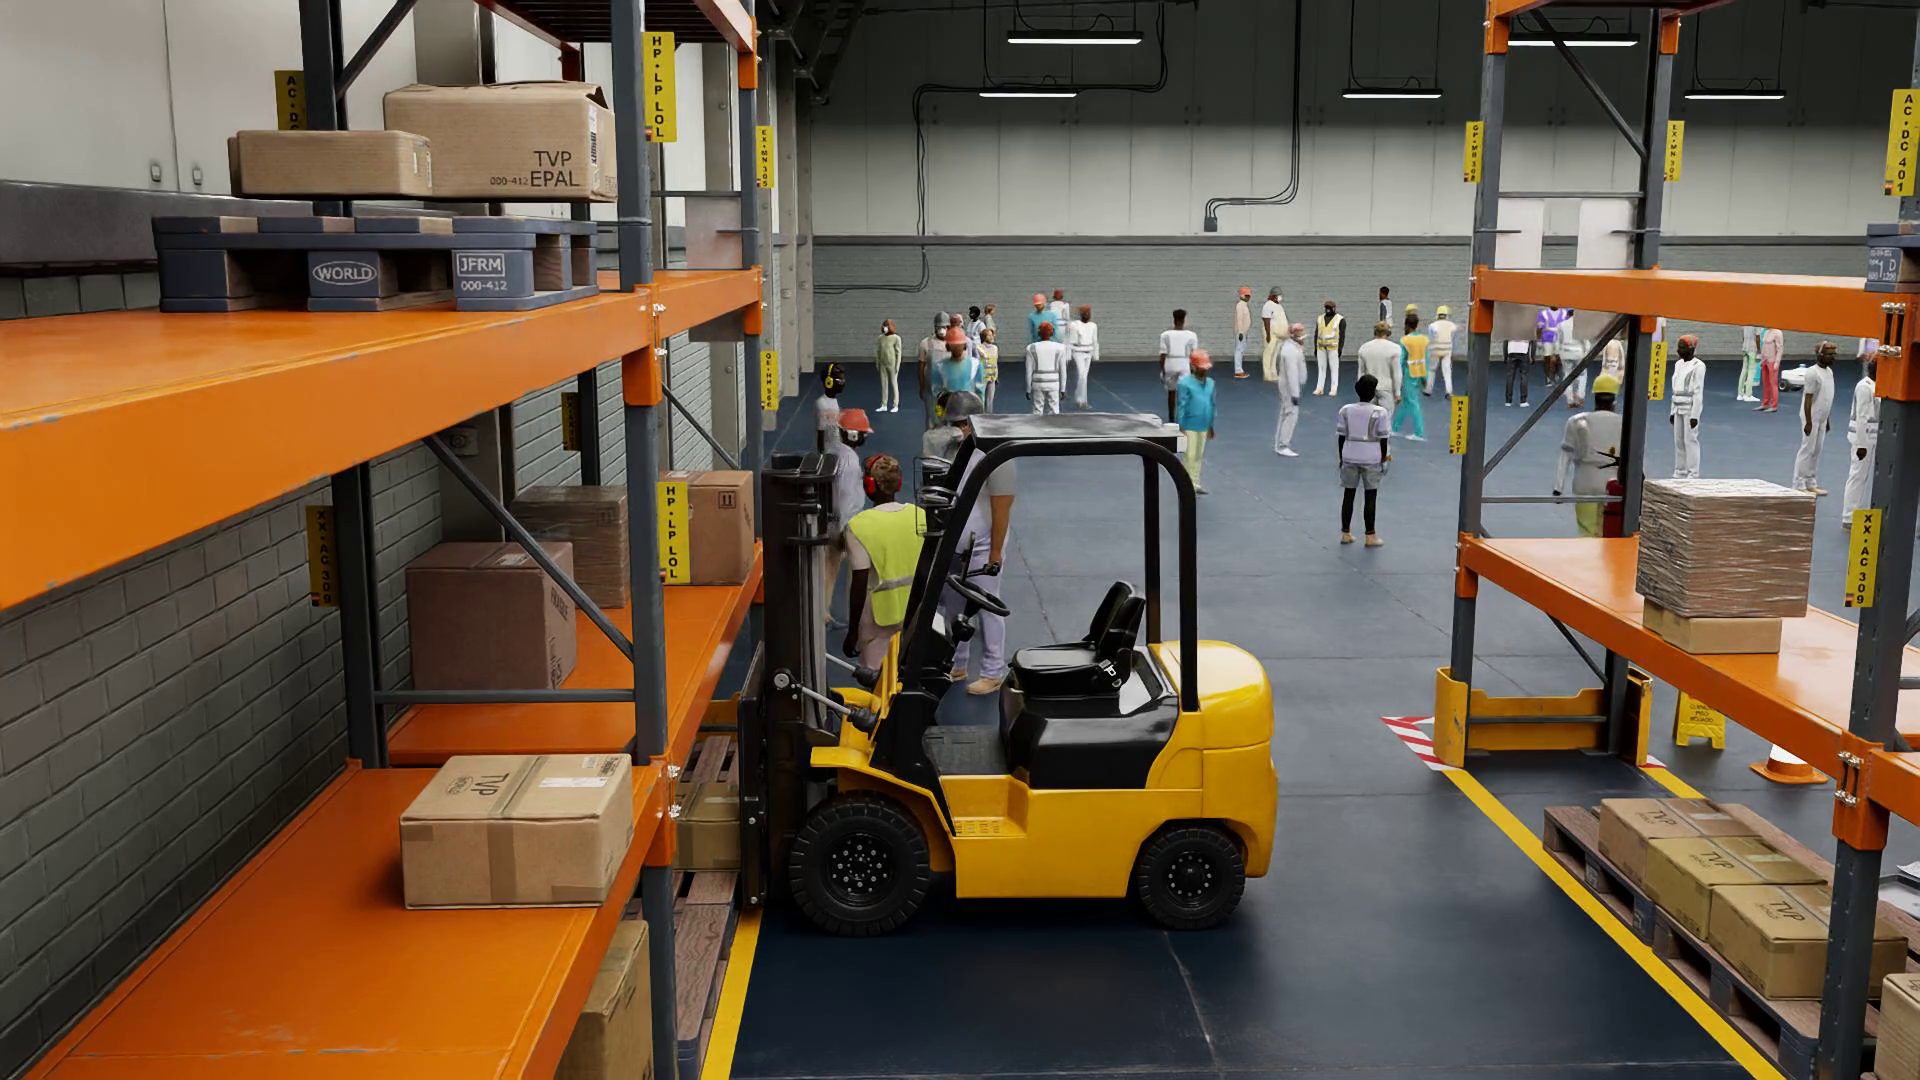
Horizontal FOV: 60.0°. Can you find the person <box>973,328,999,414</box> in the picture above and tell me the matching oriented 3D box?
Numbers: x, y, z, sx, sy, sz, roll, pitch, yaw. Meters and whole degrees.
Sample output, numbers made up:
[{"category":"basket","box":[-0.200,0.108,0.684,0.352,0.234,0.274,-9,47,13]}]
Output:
[{"category":"person","box":[0.408,-2.514,26.171,0.308,1.644,0.511,9,14,42]}]

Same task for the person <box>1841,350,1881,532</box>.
[{"category":"person","box":[9.342,-1.013,17.138,0.335,1.883,0.584,8,13,38]}]

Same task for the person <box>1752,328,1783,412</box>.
[{"category":"person","box":[14.229,-3.127,29.250,0.326,1.766,0.533,-1,10,-4]}]

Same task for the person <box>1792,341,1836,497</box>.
[{"category":"person","box":[10.022,-1.405,19.472,0.505,1.839,0.340,-8,13,-38]}]

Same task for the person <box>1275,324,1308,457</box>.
[{"category":"person","box":[4.660,-2.108,23.318,0.409,1.861,0.845,1,10,8]}]

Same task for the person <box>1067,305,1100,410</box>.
[{"category":"person","box":[2.250,-3.222,29.475,0.591,1.861,0.776,-7,12,-34]}]

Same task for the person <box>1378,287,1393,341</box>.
[{"category":"person","box":[10.158,-5.101,39.817,0.373,1.917,0.600,5,11,26]}]

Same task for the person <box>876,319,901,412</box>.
[{"category":"person","box":[-1.263,-3.064,29.255,0.500,1.636,0.284,6,12,30]}]

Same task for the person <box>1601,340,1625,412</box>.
[{"category":"person","box":[9.533,-2.301,24.205,0.394,1.927,0.550,4,11,21]}]

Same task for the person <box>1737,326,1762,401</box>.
[{"category":"person","box":[14.882,-3.534,31.253,0.327,1.863,0.511,-2,10,-8]}]

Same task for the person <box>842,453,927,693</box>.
[{"category":"person","box":[-0.389,0.449,9.100,0.566,1.844,0.381,-10,14,-44]}]

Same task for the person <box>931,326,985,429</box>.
[{"category":"person","box":[-0.023,-1.417,18.967,0.633,2.030,0.470,-1,10,-7]}]

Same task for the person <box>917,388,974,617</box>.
[{"category":"person","box":[-0.055,-0.259,13.048,0.533,1.846,0.731,-7,12,-32]}]

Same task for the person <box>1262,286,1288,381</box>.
[{"category":"person","box":[6.807,-4.458,35.894,0.537,2.000,0.675,7,12,34]}]

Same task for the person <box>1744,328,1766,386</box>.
[{"category":"person","box":[16.551,-4.115,34.577,0.361,1.834,0.519,5,12,28]}]

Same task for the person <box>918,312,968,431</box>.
[{"category":"person","box":[-0.234,-2.121,22.874,0.689,2.000,0.538,0,10,0]}]

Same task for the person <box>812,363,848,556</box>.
[{"category":"person","box":[-1.223,-0.725,15.616,0.328,1.861,0.510,2,10,9]}]

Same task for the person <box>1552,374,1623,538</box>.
[{"category":"person","box":[5.390,-0.461,14.069,0.604,1.889,0.951,1,10,3]}]

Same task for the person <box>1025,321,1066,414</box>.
[{"category":"person","box":[1.205,-2.127,23.345,0.575,1.884,0.355,0,10,0]}]

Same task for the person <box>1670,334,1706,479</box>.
[{"category":"person","box":[8.805,-1.550,20.169,0.355,1.876,0.574,-1,10,-5]}]

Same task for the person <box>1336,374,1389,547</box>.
[{"category":"person","box":[3.961,-0.779,16.358,0.540,1.695,0.317,8,13,38]}]

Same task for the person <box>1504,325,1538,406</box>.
[{"category":"person","box":[10.187,-3.382,30.280,0.584,1.911,0.389,6,12,29]}]

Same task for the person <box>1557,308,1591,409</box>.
[{"category":"person","box":[10.987,-3.289,29.770,0.635,1.907,0.469,8,13,39]}]

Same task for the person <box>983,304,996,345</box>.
[{"category":"person","box":[0.624,-4.337,36.367,0.316,1.629,0.509,0,10,-2]}]

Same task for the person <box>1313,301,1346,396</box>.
[{"category":"person","box":[7.187,-3.739,32.446,0.626,1.844,0.429,8,13,36]}]

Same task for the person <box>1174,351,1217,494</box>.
[{"category":"person","box":[2.789,-1.345,19.463,0.660,1.728,0.456,-7,12,-35]}]

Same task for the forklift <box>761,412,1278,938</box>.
[{"category":"forklift","box":[0.291,0.548,7.580,2.313,2.155,1.214,0,10,-2]}]

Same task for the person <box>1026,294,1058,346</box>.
[{"category":"person","box":[1.609,-3.859,32.744,0.635,1.971,0.433,3,11,15]}]

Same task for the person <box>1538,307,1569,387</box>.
[{"category":"person","box":[12.201,-4.098,34.160,0.643,1.936,0.687,1,10,8]}]

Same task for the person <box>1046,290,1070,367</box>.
[{"category":"person","box":[2.341,-4.986,39.335,0.613,1.856,0.803,3,11,14]}]

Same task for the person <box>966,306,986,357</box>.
[{"category":"person","box":[0.301,-3.862,33.532,0.316,1.695,0.541,-8,13,-36]}]

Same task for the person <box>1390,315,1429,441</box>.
[{"category":"person","box":[6.735,-2.467,25.241,0.619,1.876,0.937,-8,13,-38]}]

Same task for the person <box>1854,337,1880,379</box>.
[{"category":"person","box":[17.059,-3.513,31.010,0.619,1.921,0.424,2,10,10]}]

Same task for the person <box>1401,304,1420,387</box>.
[{"category":"person","box":[9.315,-4.018,34.427,0.347,1.699,0.611,-3,11,-16]}]

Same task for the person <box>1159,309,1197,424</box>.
[{"category":"person","box":[3.507,-2.748,26.722,0.608,1.922,0.962,1,10,8]}]

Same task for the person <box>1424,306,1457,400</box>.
[{"category":"person","box":[9.135,-3.555,31.569,0.607,1.788,0.923,-2,10,-9]}]

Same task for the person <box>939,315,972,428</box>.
[{"category":"person","box":[-0.066,-2.443,25.082,0.645,1.900,0.399,6,12,30]}]

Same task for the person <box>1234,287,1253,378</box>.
[{"category":"person","box":[6.246,-4.589,36.748,0.384,1.996,0.610,4,11,19]}]

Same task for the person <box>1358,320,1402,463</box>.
[{"category":"person","box":[5.701,-2.017,22.614,0.631,1.930,0.372,9,14,42]}]

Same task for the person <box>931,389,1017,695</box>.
[{"category":"person","box":[0.027,0.000,11.059,0.535,2.000,0.677,-9,14,-41]}]

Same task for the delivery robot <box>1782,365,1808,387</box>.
[{"category":"delivery robot","box":[16.680,-3.234,32.954,0.477,0.478,0.707,-6,12,-29]}]
